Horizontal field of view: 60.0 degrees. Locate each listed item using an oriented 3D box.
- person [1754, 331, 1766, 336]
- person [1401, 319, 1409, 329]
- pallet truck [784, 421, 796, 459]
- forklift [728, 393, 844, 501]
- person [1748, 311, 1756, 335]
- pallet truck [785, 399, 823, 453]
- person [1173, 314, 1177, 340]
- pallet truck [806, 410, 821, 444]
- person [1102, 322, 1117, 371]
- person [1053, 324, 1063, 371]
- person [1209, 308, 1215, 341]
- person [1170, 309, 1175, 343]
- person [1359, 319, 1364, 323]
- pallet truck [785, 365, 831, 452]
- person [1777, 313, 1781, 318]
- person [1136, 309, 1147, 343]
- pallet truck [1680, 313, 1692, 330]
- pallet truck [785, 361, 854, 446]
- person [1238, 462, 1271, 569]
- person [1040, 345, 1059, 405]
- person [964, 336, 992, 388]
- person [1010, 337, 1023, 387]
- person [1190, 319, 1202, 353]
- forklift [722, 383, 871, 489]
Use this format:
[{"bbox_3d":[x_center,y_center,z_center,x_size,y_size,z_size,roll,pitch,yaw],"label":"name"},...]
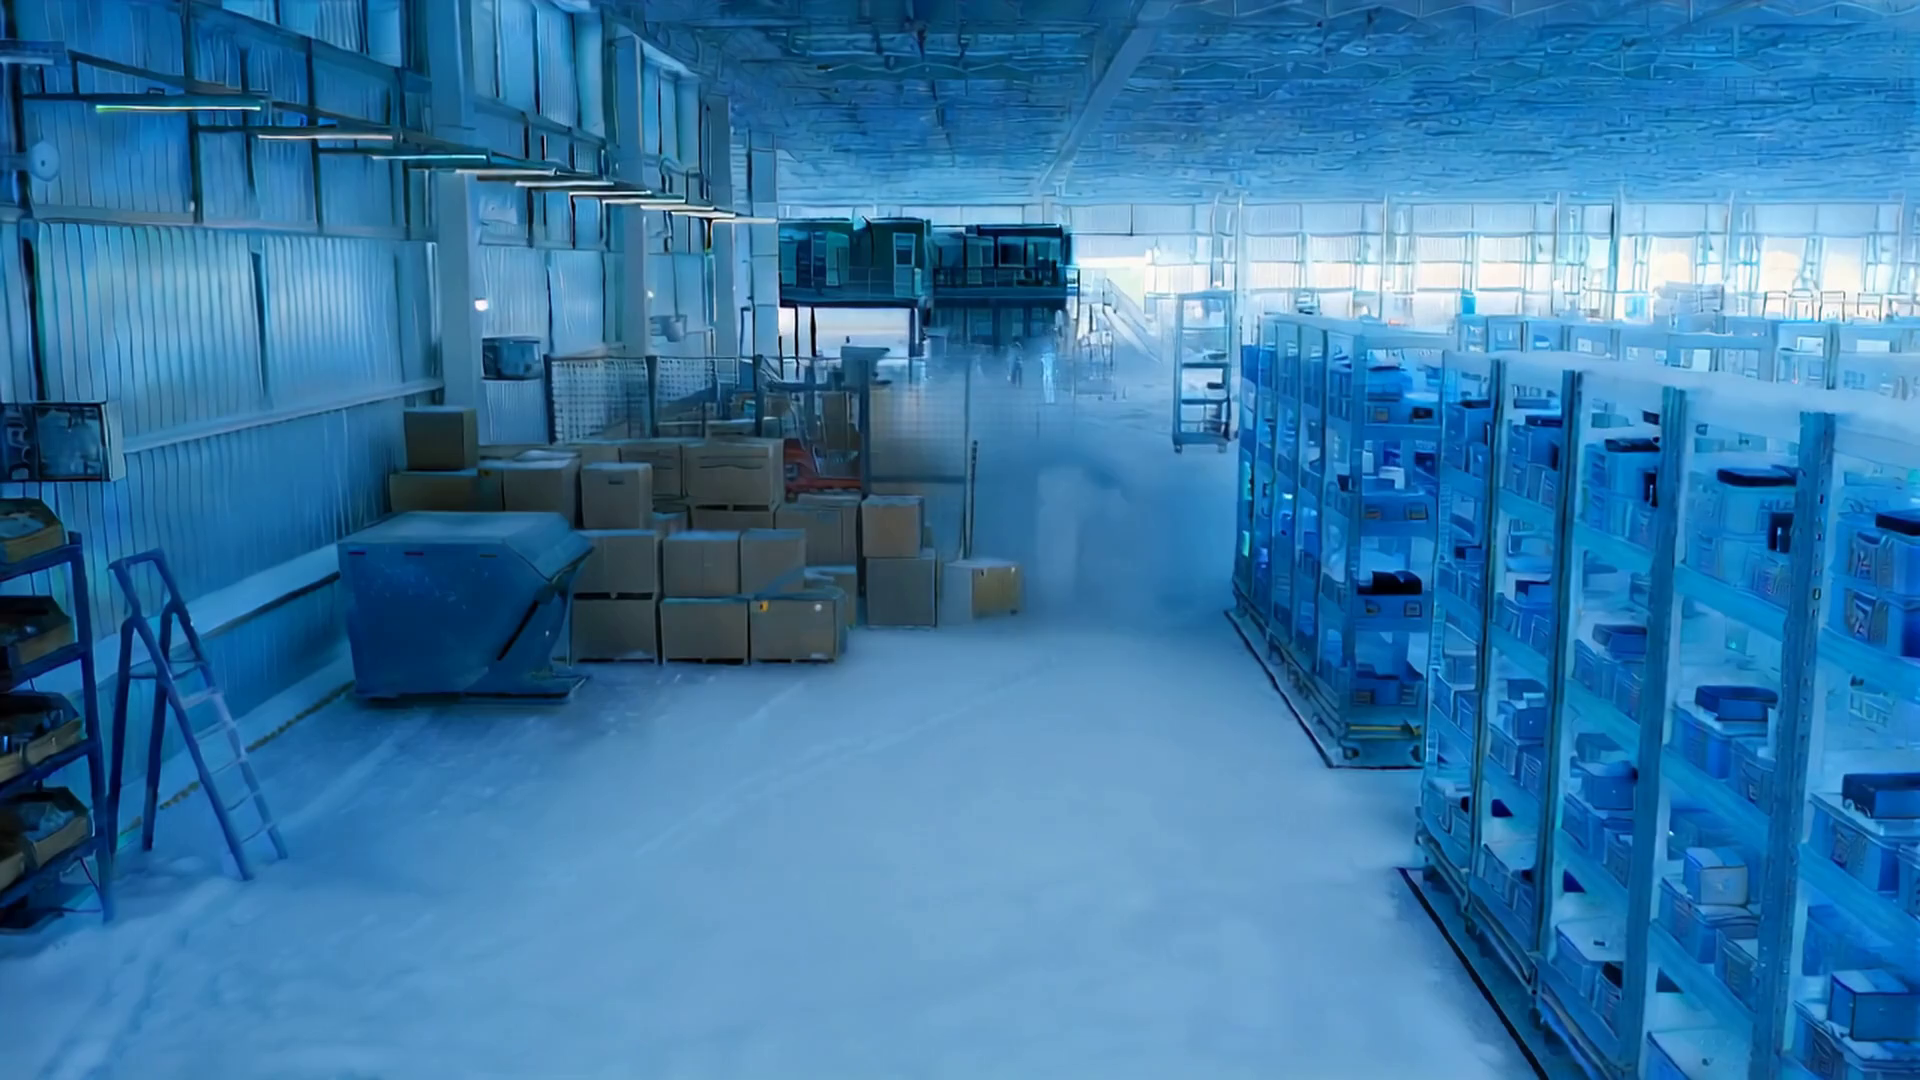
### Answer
[{"bbox_3d":[38.814,-9.857,80.609,0.660,1.821,0.447,-2,9,-14],"label":"person"},{"bbox_3d":[19.180,-8.519,71.776,0.405,2.030,0.648,1,9,6],"label":"person"},{"bbox_3d":[-4.013,-1.793,32.705,1.601,1.201,0.680,0,9,1],"label":"pallet truck"},{"bbox_3d":[-2.979,-1.316,26.476,2.680,1.987,1.157,0,9,1],"label":"forklift"},{"bbox_3d":[41.631,-11.040,87.387,0.622,1.992,0.394,-7,11,-35],"label":"person"},{"bbox_3d":[-3.814,-2.432,36.419,1.630,1.274,0.653,0,9,1],"label":"pallet truck"},{"bbox_3d":[12.533,-12.385,96.268,0.862,1.818,0.621,-8,12,-42],"label":"person"},{"bbox_3d":[-3.559,-2.018,33.905,1.522,1.261,0.704,0,9,-1],"label":"pallet truck"},{"bbox_3d":[6.040,-7.931,68.071,0.688,2.000,0.536,-5,11,-29],"label":"person"},{"bbox_3d":[4.043,-7.853,67.992,0.514,1.905,0.607,-3,10,-18],"label":"person"},{"bbox_3d":[14.771,-12.625,97.400,0.416,1.917,0.580,5,10,26],"label":"person"},{"bbox_3d":[12.149,-12.171,94.569,0.368,1.928,0.585,0,9,1],"label":"person"},{"bbox_3d":[19.144,-9.617,79.123,0.941,1.836,0.529,-2,9,-14],"label":"person"},{"bbox_3d":[-3.774,-2.976,37.635,1.885,1.965,0.823,1,9,5],"label":"pallet truck"},{"bbox_3d":[43.442,-11.138,88.407,0.619,1.866,0.597,-1,9,-7],"label":"person"},{"bbox_3d":[9.890,-11.581,90.726,0.614,1.994,0.381,1,9,5],"label":"person"},{"bbox_3d":[36.315,-10.531,84.244,0.823,1.965,1.885,-6,11,-33],"label":"pallet truck"},{"bbox_3d":[-3.410,-3.193,38.978,1.885,1.965,0.823,0,9,-1],"label":"pallet truck"},{"bbox_3d":[3.967,-0.383,21.833,0.632,1.920,1.036,8,12,39],"label":"person"},{"bbox_3d":[2.741,-5.062,51.025,0.594,1.840,0.387,3,10,17],"label":"person"},{"bbox_3d":[0.592,-6.208,58.109,0.973,1.835,0.596,1,9,5],"label":"person"},{"bbox_3d":[1.981,-6.263,58.660,0.518,1.756,0.348,-4,10,-25],"label":"person"},{"bbox_3d":[10.934,-9.325,77.152,0.658,1.879,1.032,-3,10,-18],"label":"person"},{"bbox_3d":[-2.893,-1.687,28.729,2.680,1.987,1.157,0,9,-1],"label":"forklift"}]
